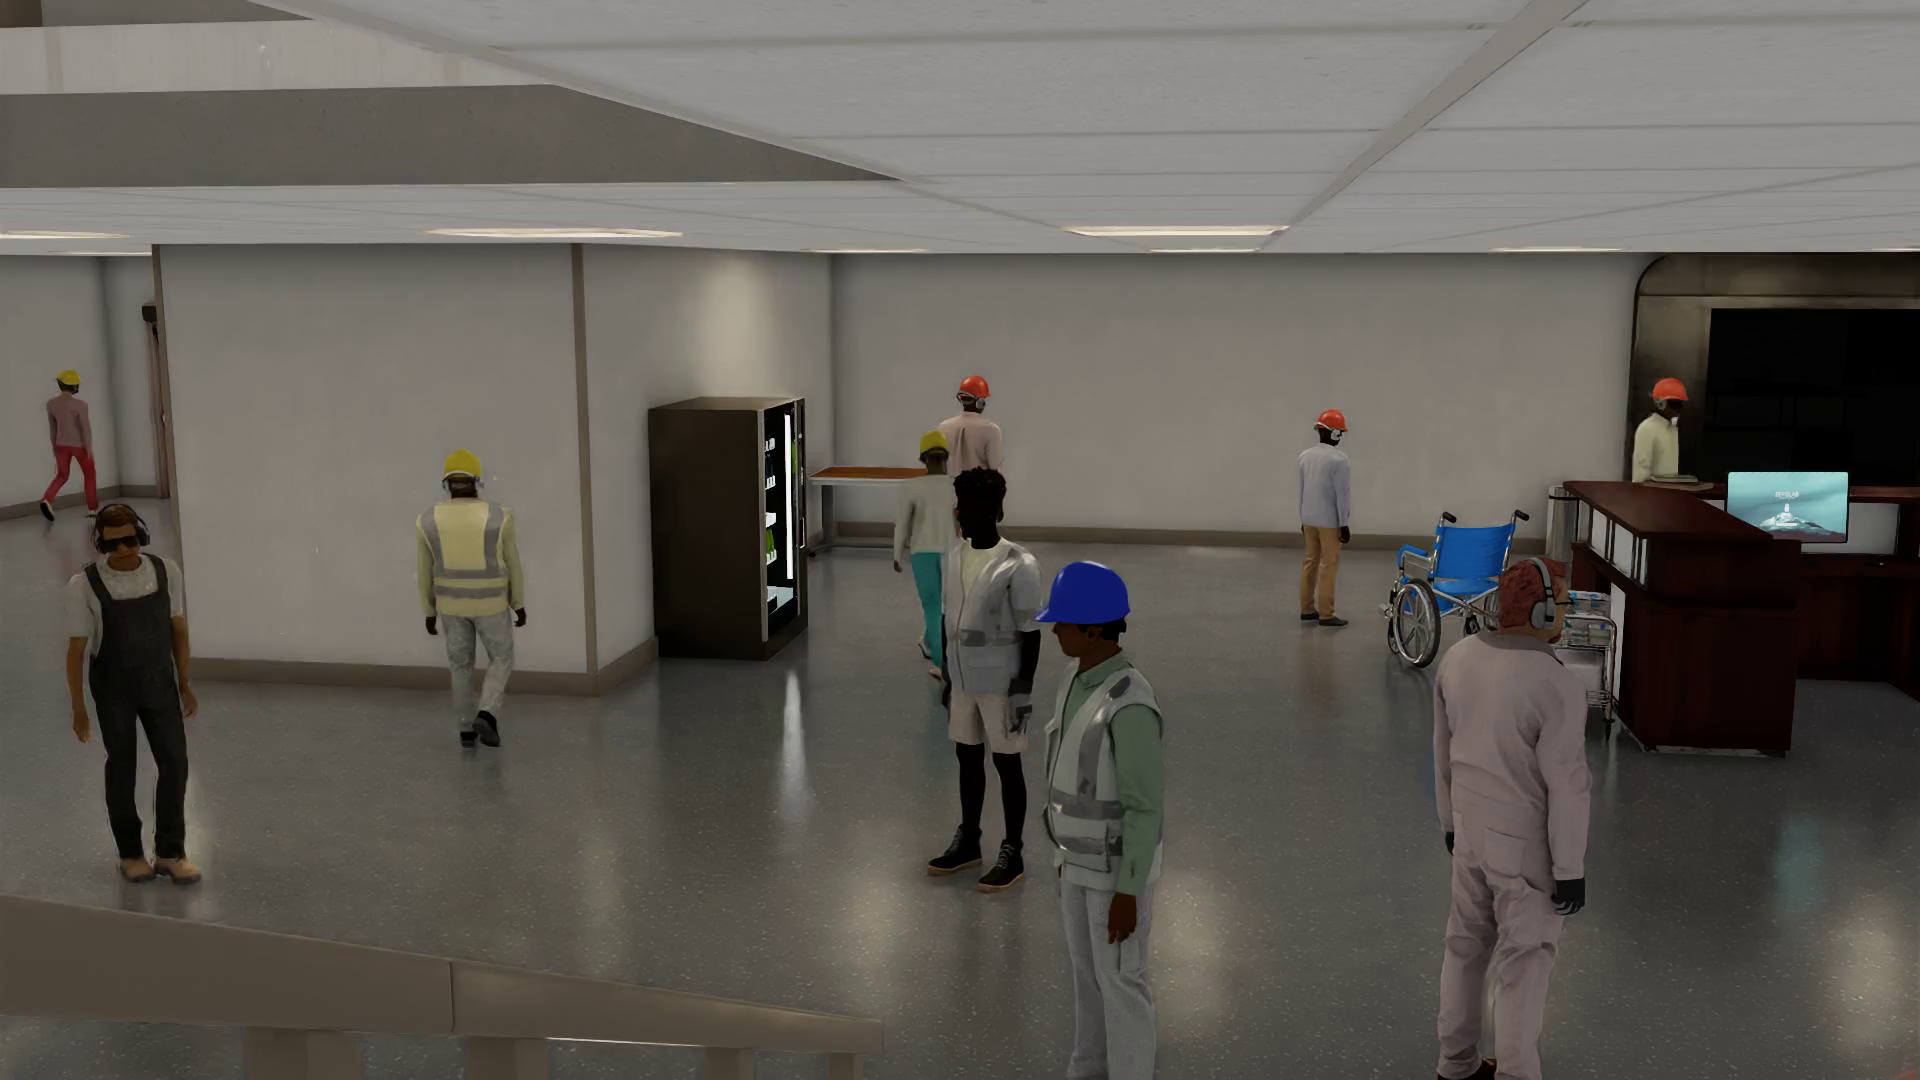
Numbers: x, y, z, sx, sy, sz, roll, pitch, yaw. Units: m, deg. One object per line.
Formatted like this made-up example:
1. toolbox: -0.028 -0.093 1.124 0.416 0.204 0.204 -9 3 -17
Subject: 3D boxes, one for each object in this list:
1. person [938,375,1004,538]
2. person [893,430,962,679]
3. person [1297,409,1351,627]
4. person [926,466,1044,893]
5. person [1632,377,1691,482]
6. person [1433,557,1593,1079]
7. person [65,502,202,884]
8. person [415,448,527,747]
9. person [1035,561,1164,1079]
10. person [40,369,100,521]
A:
1. person: 0.098 -0.354 13.665 0.618 1.993 0.396 5 11 30
2. person: -0.207 0.078 11.828 0.543 1.711 0.895 -3 10 -18
3. person: 2.945 -0.178 13.351 0.352 1.743 0.564 -5 10 -27
4. person: 0.118 0.632 7.672 0.370 1.965 0.608 -9 13 -43
5. person: 5.717 -0.363 13.773 0.634 1.977 0.544 -8 12 -41
6. person: 1.876 0.999 5.593 0.402 1.906 0.652 -4 10 -22
7. person: -3.776 0.719 7.609 0.646 1.810 0.529 8 12 42
8. person: -2.878 0.361 9.799 0.608 1.809 0.553 -1 9 -5
9. person: 0.444 1.023 5.328 0.403 1.944 0.605 -3 10 -16
10. person: -10.174 -1.080 18.976 0.533 1.727 0.821 1 9 8
